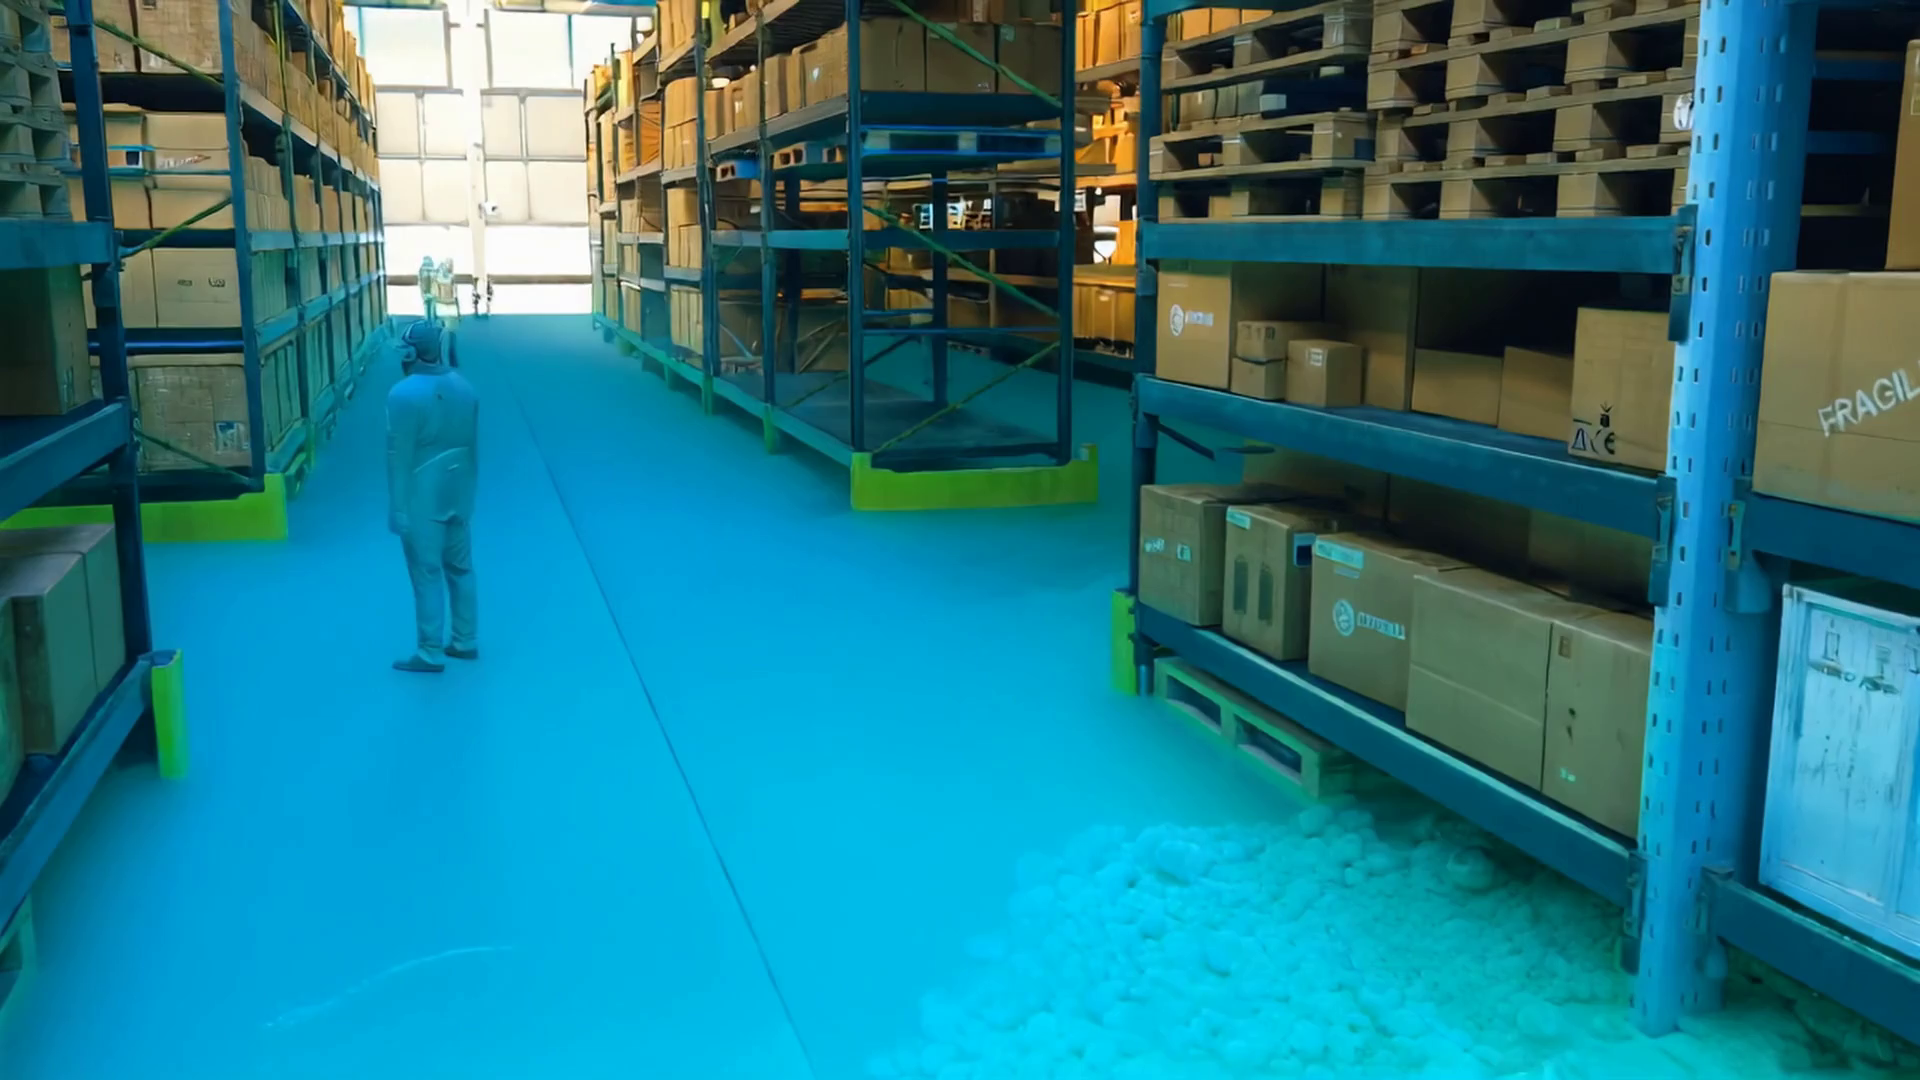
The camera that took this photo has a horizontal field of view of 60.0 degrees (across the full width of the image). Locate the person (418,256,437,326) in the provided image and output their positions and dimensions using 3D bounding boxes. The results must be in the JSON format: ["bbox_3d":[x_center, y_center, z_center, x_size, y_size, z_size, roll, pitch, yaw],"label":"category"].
[{"bbox_3d":[-13.854,-6.481,43.449,0.619,1.845,0.430,8,13,39],"label":"person"}]

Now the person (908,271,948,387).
[{"bbox_3d":[-0.528,-3.351,26.370,0.627,1.804,0.759,-2,11,-12],"label":"person"}]

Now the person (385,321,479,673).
[{"bbox_3d":[-2.889,-0.235,9.060,0.398,1.899,0.650,4,11,20],"label":"person"}]

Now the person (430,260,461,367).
[{"bbox_3d":[-9.270,-4.081,30.037,0.551,1.932,0.378,-10,14,-43],"label":"person"}]
